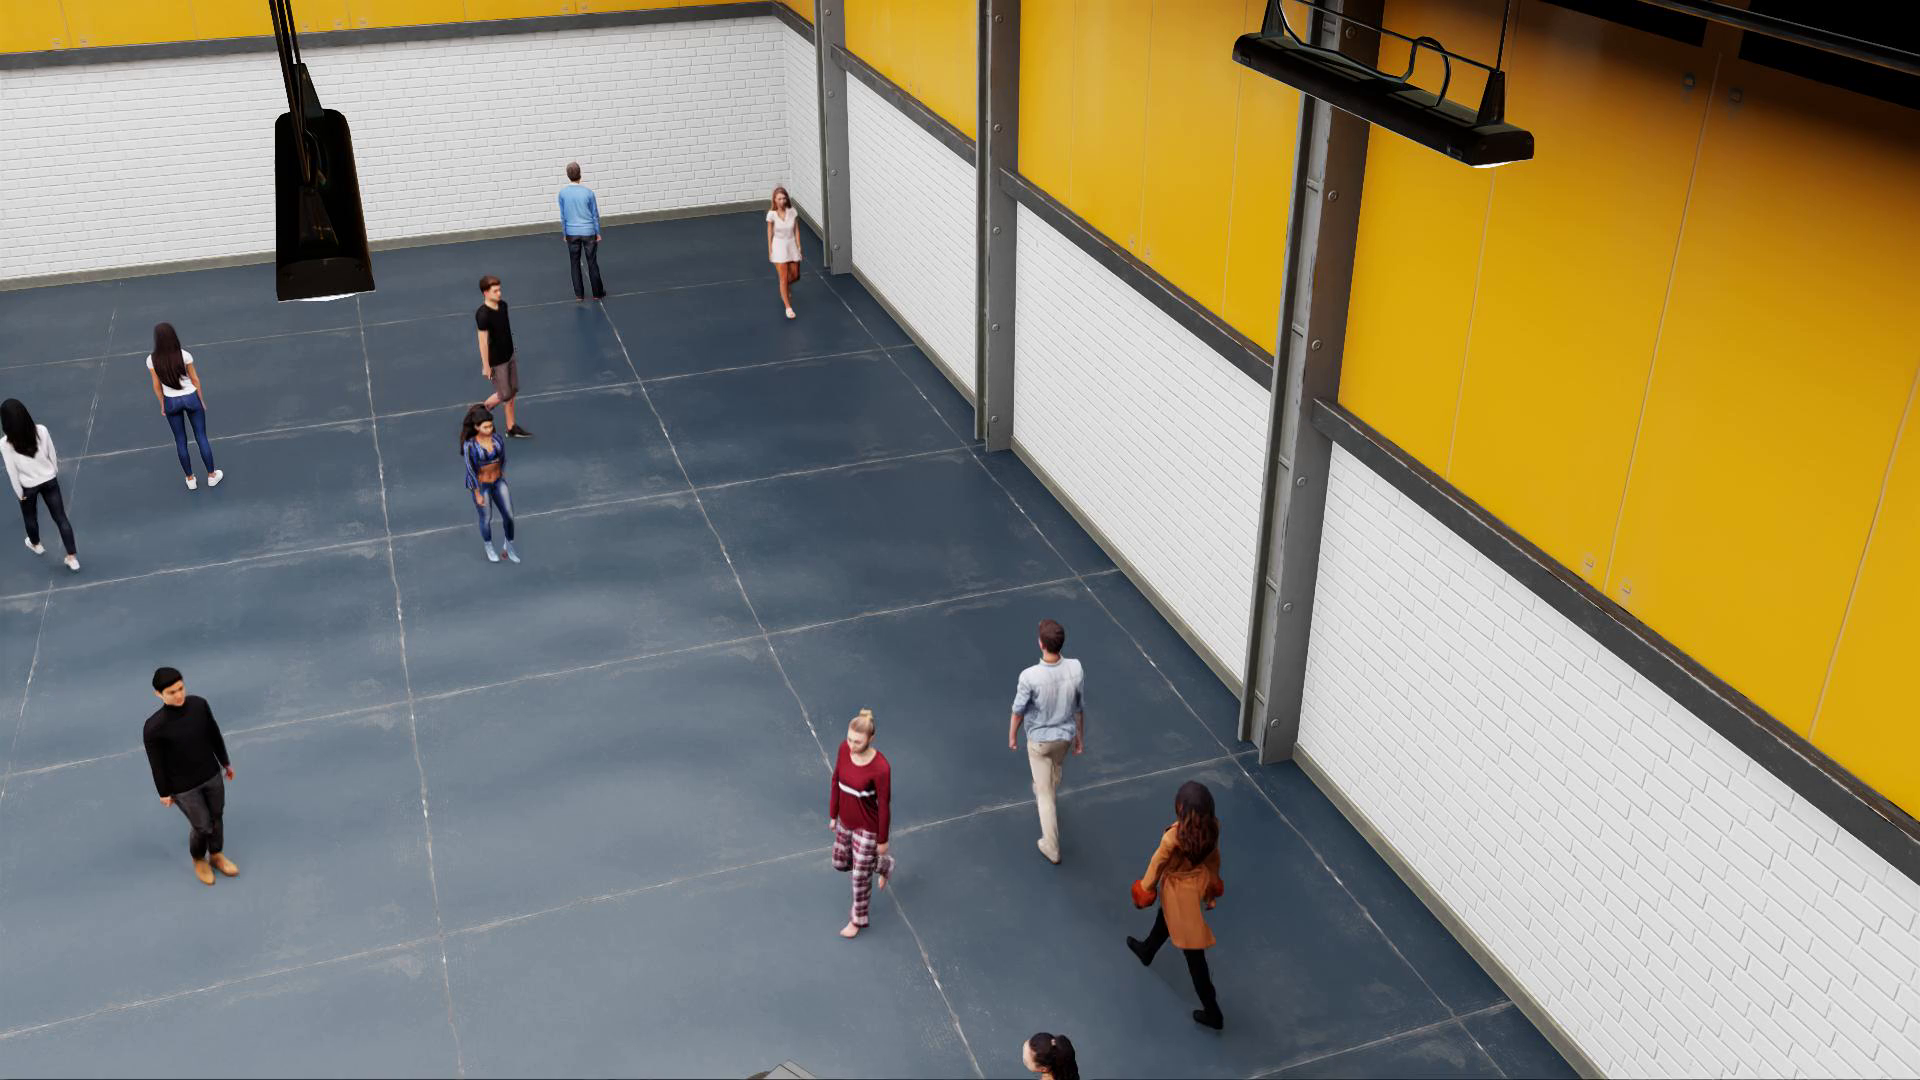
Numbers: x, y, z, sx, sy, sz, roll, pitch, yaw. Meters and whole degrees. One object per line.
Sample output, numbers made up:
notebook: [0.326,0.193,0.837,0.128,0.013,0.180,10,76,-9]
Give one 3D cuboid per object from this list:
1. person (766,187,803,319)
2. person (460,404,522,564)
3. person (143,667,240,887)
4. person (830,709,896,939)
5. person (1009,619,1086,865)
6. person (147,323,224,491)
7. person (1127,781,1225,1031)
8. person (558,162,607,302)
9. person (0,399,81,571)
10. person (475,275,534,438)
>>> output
person: [-2.242,-3.699,21.181,0.584,1.675,0.839,-10,30,-18]
person: [-4.423,-0.518,15.419,0.720,1.608,0.746,-23,36,-36]
person: [-5.319,1.584,11.455,0.778,1.714,0.737,16,33,27]
person: [-0.624,1.837,11.018,0.893,1.690,0.918,21,35,33]
person: [0.662,1.442,11.610,0.650,1.815,1.053,-9,30,-16]
person: [-7.842,-1.355,16.778,0.598,1.776,0.532,-8,30,-14]
person: [1.435,2.279,10.228,0.930,1.669,1.251,-19,34,-31]
person: [-4.923,-4.010,21.601,0.717,1.820,0.684,-1,29,-2]
person: [-8.435,-0.478,15.288,1.114,1.663,0.921,25,37,38]
person: [-5.003,-1.957,17.806,0.972,1.849,0.944,8,30,14]
